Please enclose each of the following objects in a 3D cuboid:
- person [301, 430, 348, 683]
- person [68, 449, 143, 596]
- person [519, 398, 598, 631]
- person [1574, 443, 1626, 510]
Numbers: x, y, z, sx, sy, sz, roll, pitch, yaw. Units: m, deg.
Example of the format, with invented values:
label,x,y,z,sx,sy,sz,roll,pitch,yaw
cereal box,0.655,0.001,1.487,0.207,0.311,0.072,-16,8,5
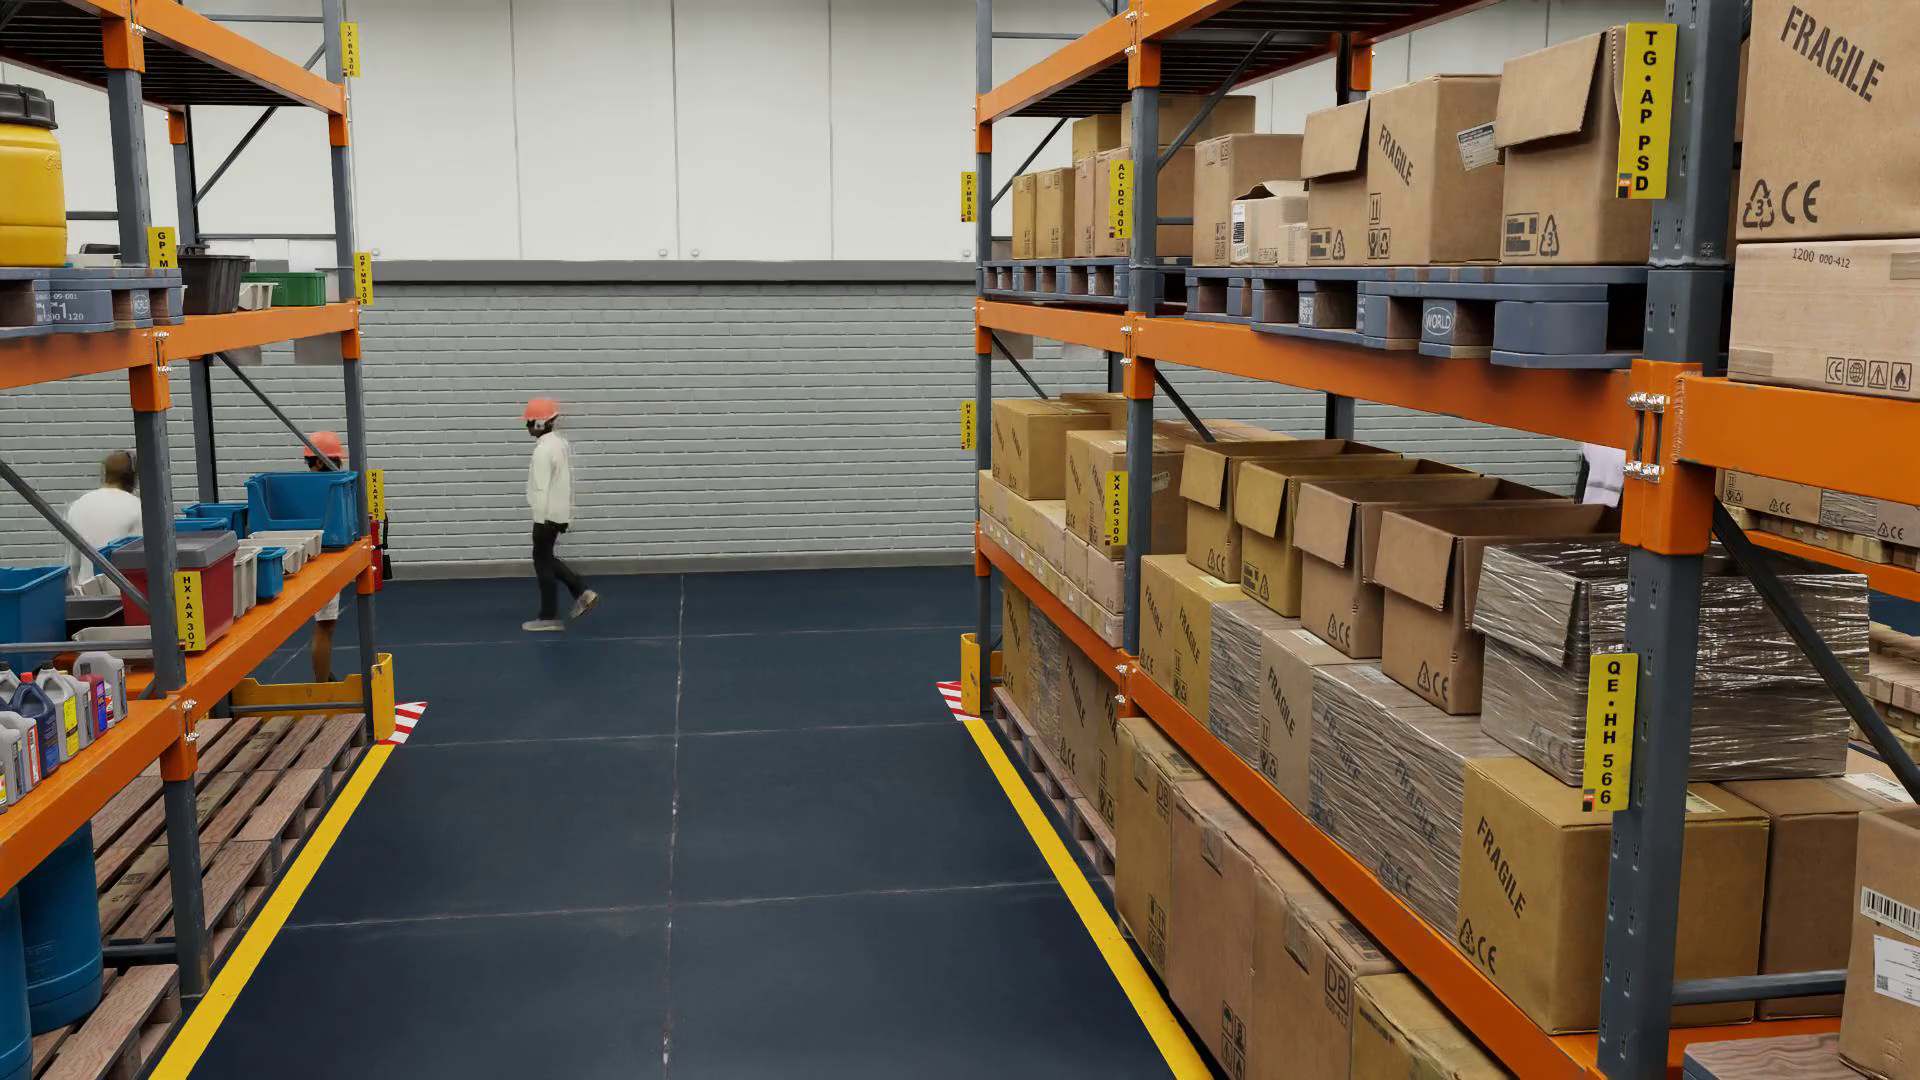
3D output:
label,x,y,z,sx,sy,sz,roll,pitch,yaw
person,-4.380,0.208,11.527,0.352,1.940,0.545,-3,10,-16
person,-5.426,0.360,10.741,0.721,1.879,0.912,2,9,12
person,-3.426,-0.209,13.988,0.503,1.981,0.618,0,9,-3
person,5.670,-0.238,14.400,0.610,1.891,0.606,-5,10,-28
